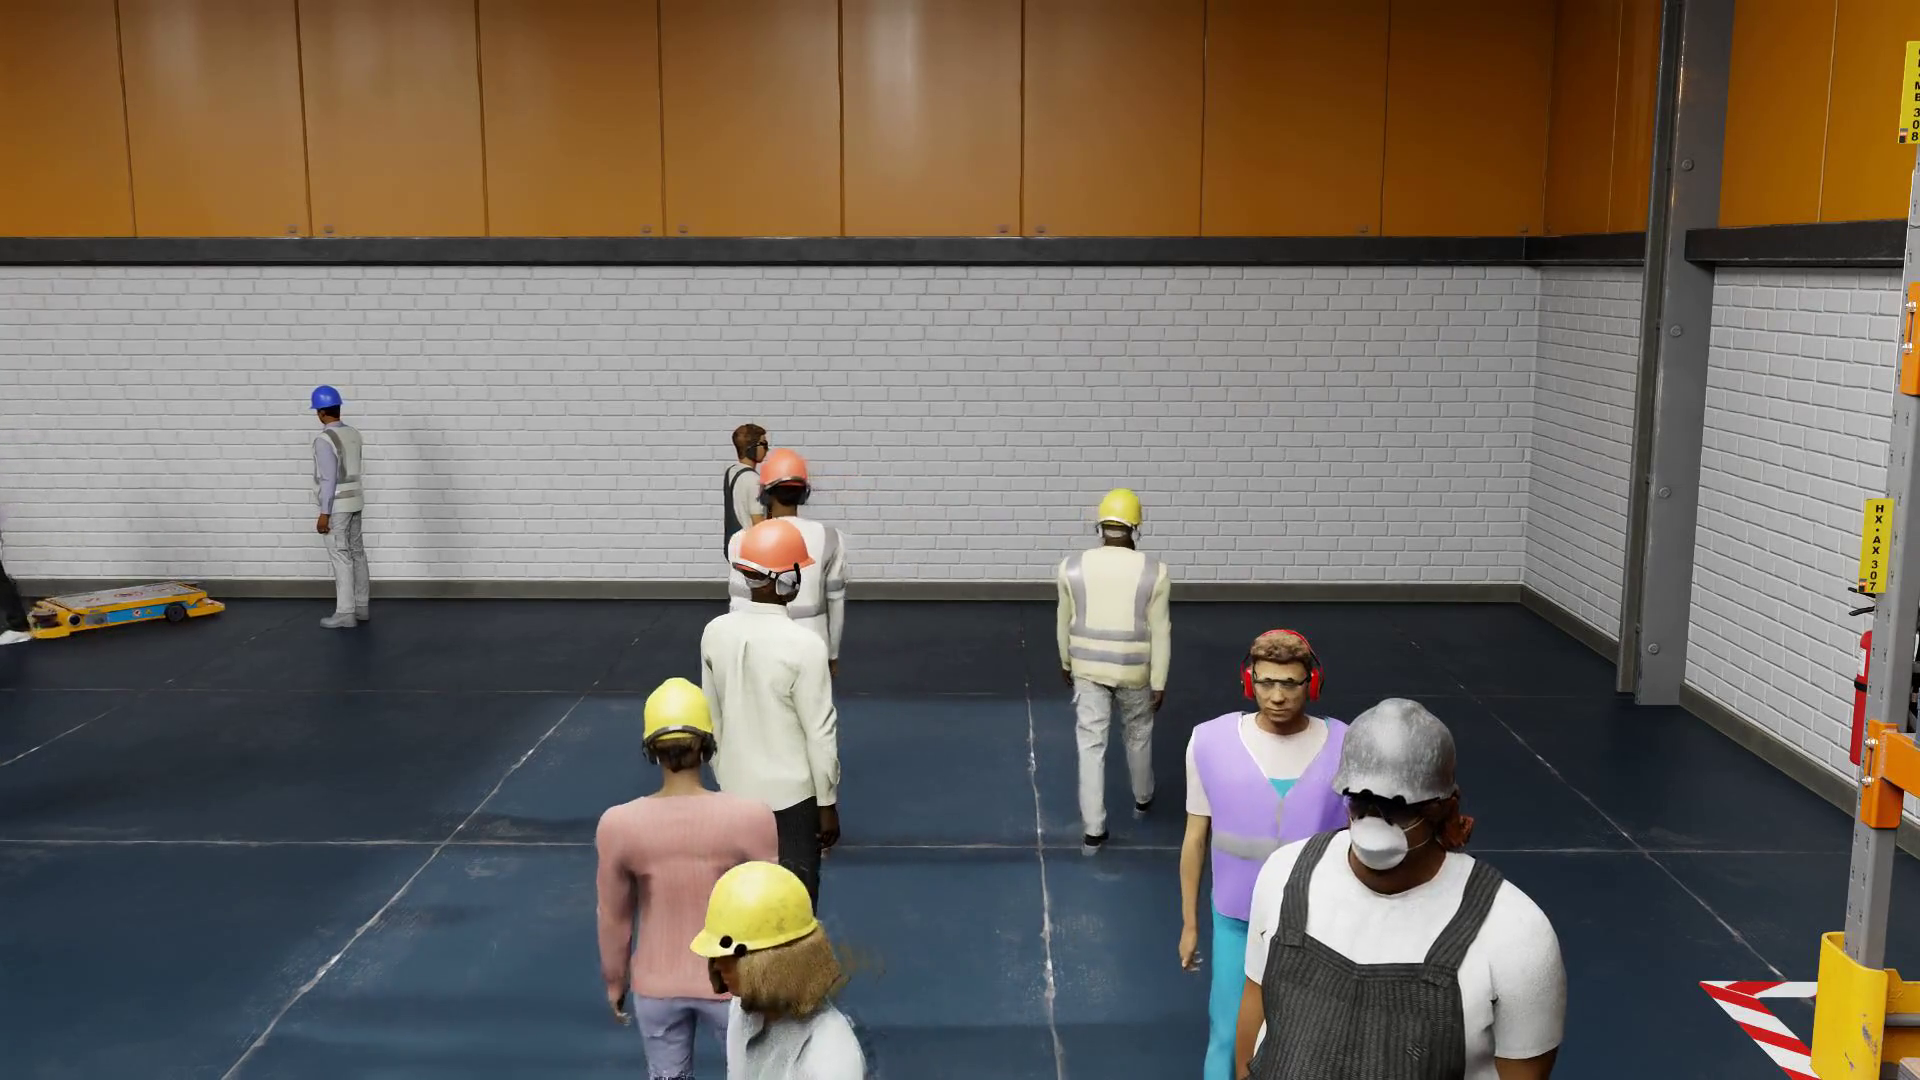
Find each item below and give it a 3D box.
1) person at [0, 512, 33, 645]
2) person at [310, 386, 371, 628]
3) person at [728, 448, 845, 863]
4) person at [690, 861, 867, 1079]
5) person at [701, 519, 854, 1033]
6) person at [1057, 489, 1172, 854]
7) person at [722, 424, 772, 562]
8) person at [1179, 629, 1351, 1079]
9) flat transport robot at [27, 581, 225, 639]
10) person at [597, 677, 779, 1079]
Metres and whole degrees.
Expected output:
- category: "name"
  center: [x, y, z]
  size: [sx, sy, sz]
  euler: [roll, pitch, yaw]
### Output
- category: "person"
  center: [-7.415, -0.050, 12.368]
  size: [0.667, 1.843, 0.992]
  euler: [4, 10, 21]
- category: "person"
  center: [-5.002, -0.268, 13.373]
  size: [0.402, 1.940, 0.616]
  euler: [1, 10, 5]
- category: "person"
  center: [-0.884, 0.550, 8.257]
  size: [0.632, 2.007, 0.842]
  euler: [-5, 11, -27]
- category: "person"
  center: [-0.272, 1.483, 3.531]
  size: [0.569, 1.723, 0.500]
  euler: [-5, 11, -29]
- category: "person"
  center: [-0.681, 0.911, 6.154]
  size: [0.608, 1.995, 0.377]
  euler: [7, 12, 34]
- category: "person"
  center: [0.793, 0.625, 8.475]
  size: [0.595, 1.792, 0.890]
  euler: [2, 10, 12]
- category: "person"
  center: [-1.431, 0.140, 11.279]
  size: [0.468, 1.850, 0.520]
  euler: [-6, 11, -31]
- category: "person"
  center: [0.959, 1.162, 5.093]
  size: [0.570, 1.843, 0.372]
  euler: [1, 10, 8]
- category: "flat transport robot"
  center: [-6.814, 0.549, 13.475]
  size: [0.652, 0.197, 1.431]
  euler: [9, 13, 42]
- category: "person"
  center: [-0.754, 1.263, 4.749]
  size: [0.575, 1.755, 0.490]
  euler: [1, 10, 5]
